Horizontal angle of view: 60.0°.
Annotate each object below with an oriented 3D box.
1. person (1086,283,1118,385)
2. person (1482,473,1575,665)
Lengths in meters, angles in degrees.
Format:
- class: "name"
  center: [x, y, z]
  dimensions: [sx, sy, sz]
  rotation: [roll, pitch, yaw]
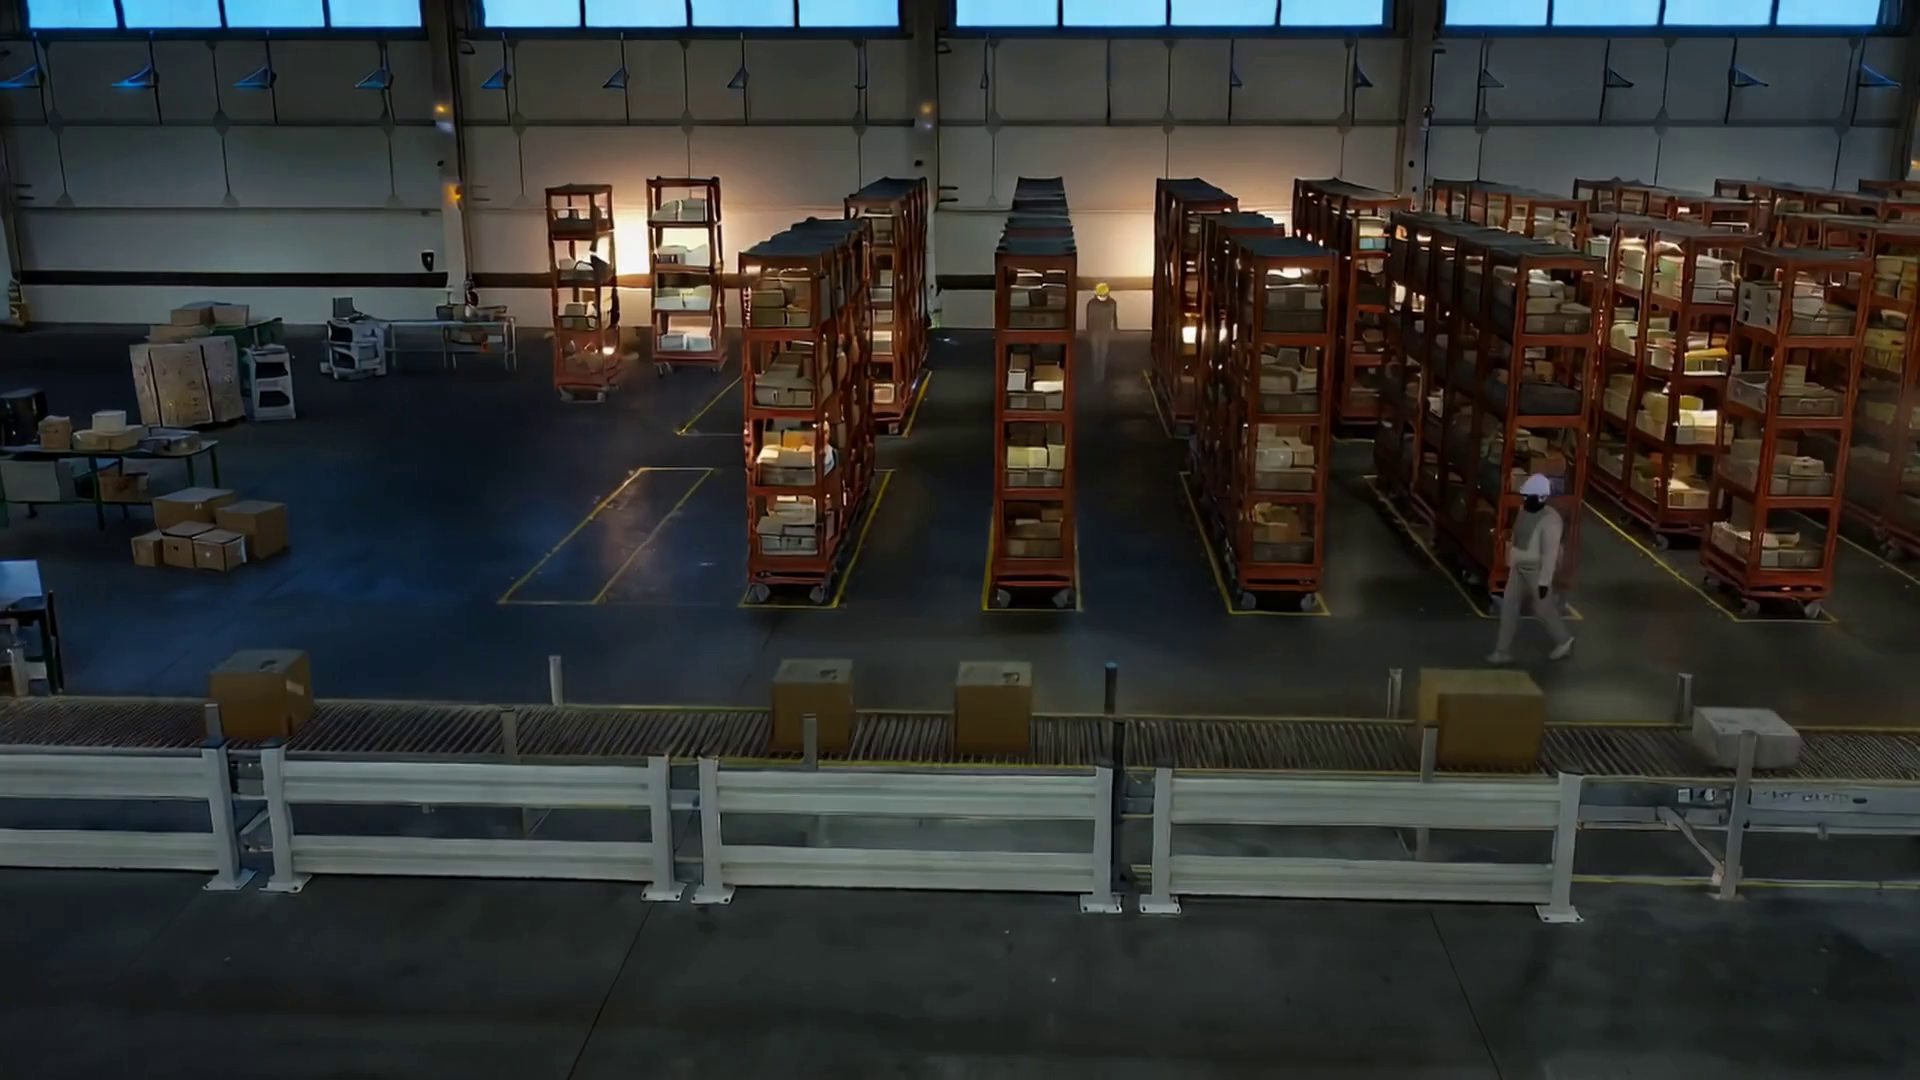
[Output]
- class: "person"
  center: [2.547, -3.750, 30.039]
  dimensions: [0.577, 1.808, 0.931]
  rotation: [-1, 15, -3]
- class: "person"
  center: [5.262, 0.261, 15.158]
  dimensions: [0.848, 1.801, 0.597]
  rotation: [-5, 16, -17]
